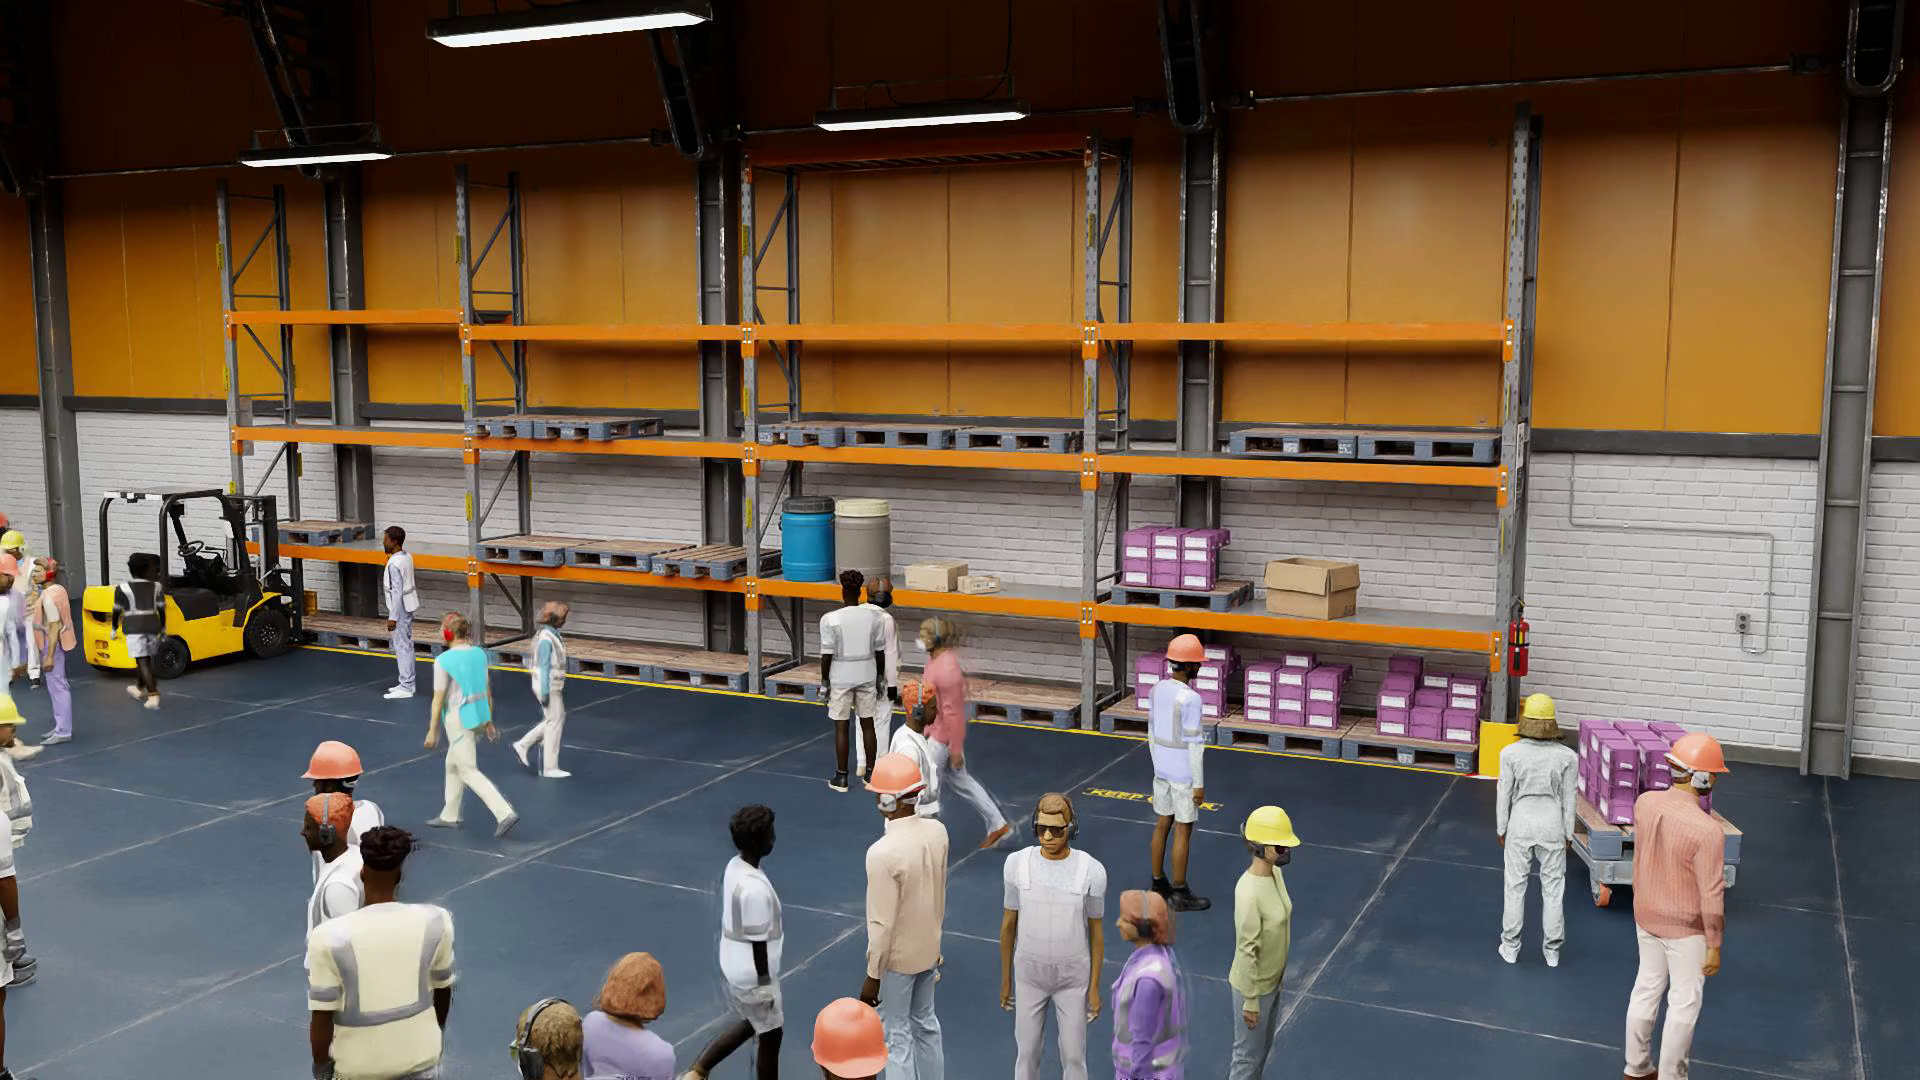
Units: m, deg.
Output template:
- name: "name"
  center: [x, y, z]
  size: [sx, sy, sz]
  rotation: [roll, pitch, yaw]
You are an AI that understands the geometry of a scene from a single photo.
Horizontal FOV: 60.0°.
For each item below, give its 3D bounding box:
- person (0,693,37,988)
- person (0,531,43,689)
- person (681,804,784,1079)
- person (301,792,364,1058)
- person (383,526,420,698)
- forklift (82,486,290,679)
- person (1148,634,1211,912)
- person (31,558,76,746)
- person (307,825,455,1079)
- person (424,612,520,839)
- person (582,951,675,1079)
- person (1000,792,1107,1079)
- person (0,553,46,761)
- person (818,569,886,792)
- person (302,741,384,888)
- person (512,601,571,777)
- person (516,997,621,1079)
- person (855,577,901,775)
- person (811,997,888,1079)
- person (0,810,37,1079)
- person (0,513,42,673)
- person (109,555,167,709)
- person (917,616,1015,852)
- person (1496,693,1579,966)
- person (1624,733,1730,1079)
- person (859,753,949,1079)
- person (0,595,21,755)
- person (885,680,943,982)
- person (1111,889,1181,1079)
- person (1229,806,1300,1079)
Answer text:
- name: "person"
  center: [-5.924, 1.845, 10.230]
  size: [0.403, 1.821, 0.601]
  rotation: [-4, 8, -31]
- name: "person"
  center: [-10.692, 0.795, 18.867]
  size: [0.599, 1.823, 0.403]
  rotation: [-3, 8, -24]
- name: "person"
  center: [-1.085, 2.144, 8.322]
  size: [0.606, 1.681, 0.541]
  rotation: [-2, 7, -17]
- name: "person"
  center: [-2.896, 2.103, 7.823]
  size: [0.337, 1.882, 0.585]
  rotation: [-2, 7, -16]
- name: "person"
  center: [-6.225, 0.793, 18.496]
  size: [0.391, 1.922, 0.593]
  rotation: [-1, 7, -8]
- name: "forklift"
  center: [-9.426, 0.454, 20.179]
  size: [1.214, 2.155, 2.313]
  rotation: [3, 8, 26]
- name: "person"
  center: [1.550, 1.614, 11.647]
  size: [0.373, 1.934, 0.551]
  rotation: [-4, 8, -27]
- name: "person"
  center: [-8.908, 1.086, 16.360]
  size: [0.379, 1.849, 0.570]
  rotation: [-3, 8, -24]
- name: "person"
  center: [-2.455, 2.172, 7.045]
  size: [0.649, 1.935, 0.421]
  rotation: [-4, 8, -31]
- name: "person"
  center: [-3.917, 1.478, 13.323]
  size: [0.895, 1.810, 0.564]
  rotation: [2, 7, 15]
- name: "person"
  center: [-1.321, 2.402, 6.461]
  size: [0.505, 1.613, 0.589]
  rotation: [5, 8, 33]
- name: "person"
  center: [0.440, 2.107, 7.950]
  size: [0.508, 1.846, 0.345]
  rotation: [1, 7, 10]
- name: "person"
  center: [-9.119, 1.105, 15.735]
  size: [0.992, 1.972, 0.633]
  rotation: [2, 7, 17]
- name: "person"
  center: [-0.952, 1.233, 14.672]
  size: [0.616, 1.964, 0.361]
  rotation: [-3, 7, -22]
- name: "person"
  center: [-3.166, 1.987, 8.559]
  size: [0.379, 1.937, 0.548]
  rotation: [1, 7, 4]
- name: "person"
  center: [-3.790, 1.351, 15.134]
  size: [0.506, 1.612, 0.537]
  rotation: [-1, 7, -7]
- name: "person"
  center: [-1.257, 2.393, 5.265]
  size: [0.381, 1.929, 0.635]
  rotation: [4, 8, 27]
- name: "person"
  center: [-0.743, 1.251, 15.045]
  size: [0.428, 1.840, 0.631]
  rotation: [-5, 8, -33]
- name: "person"
  center: [-0.347, 2.385, 5.278]
  size: [0.542, 1.938, 0.357]
  rotation: [-3, 8, -26]
- name: "person"
  center: [-5.121, 1.968, 8.599]
  size: [0.612, 1.963, 0.363]
  rotation: [1, 7, 11]
- name: "person"
  center: [-11.201, 0.646, 19.467]
  size: [0.626, 1.981, 1.078]
  rotation: [2, 7, 14]
- name: "person"
  center: [-8.910, 0.981, 18.038]
  size: [0.858, 1.644, 0.538]
  rotation: [5, 8, 34]
- name: "person"
  center: [-0.062, 1.506, 12.752]
  size: [1.016, 1.897, 0.646]
  rotation: [0, 7, -4]
- name: "person"
  center: [3.672, 1.839, 10.613]
  size: [0.485, 1.737, 0.321]
  rotation: [2, 7, 14]
- name: "person"
  center: [3.710, 1.966, 8.573]
  size: [0.410, 1.980, 0.624]
  rotation: [-2, 7, -17]
- name: "person"
  center: [-0.287, 2.015, 8.096]
  size: [0.390, 1.991, 0.625]
  rotation: [4, 8, 31]
- name: "person"
  center: [-9.136, 1.165, 15.549]
  size: [0.624, 1.893, 0.456]
  rotation: [-3, 8, -24]
- name: "person"
  center: [-0.286, 1.802, 10.341]
  size: [0.358, 1.880, 0.575]
  rotation: [0, 7, 1]
- name: "person"
  center: [0.849, 2.306, 7.207]
  size: [0.553, 1.621, 0.524]
  rotation: [0, 7, 3]
- name: "person"
  center: [1.466, 2.139, 8.007]
  size: [0.316, 1.767, 0.535]
  rotation: [3, 8, 24]
